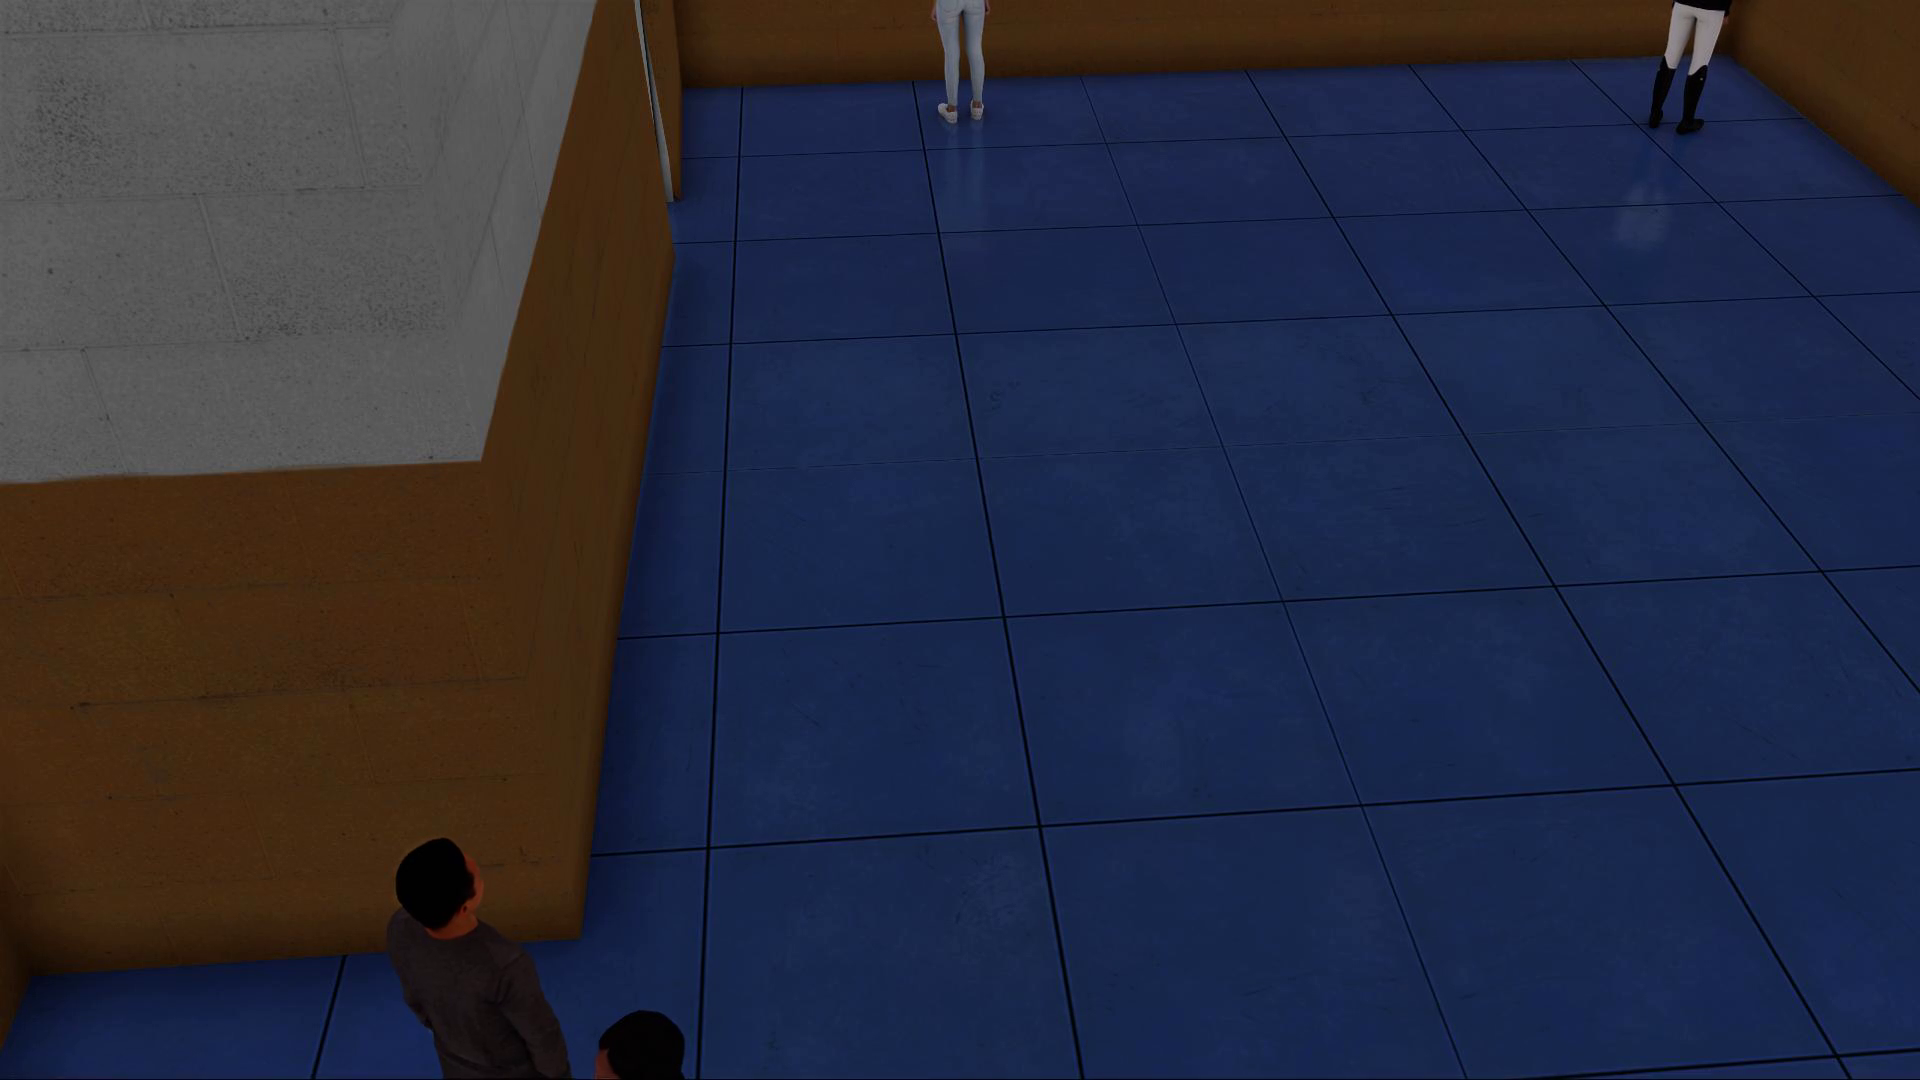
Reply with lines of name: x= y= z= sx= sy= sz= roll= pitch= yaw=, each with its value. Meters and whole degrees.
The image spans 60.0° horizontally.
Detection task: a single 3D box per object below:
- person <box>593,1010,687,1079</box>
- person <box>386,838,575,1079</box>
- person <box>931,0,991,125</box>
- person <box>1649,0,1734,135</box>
person: x=-0.776 y=1.834 z=4.381 sx=0.665 sy=1.743 sz=0.716 roll=29 pitch=46 yaw=33
person: x=-1.355 y=1.505 z=4.799 sx=0.647 sy=1.768 sz=0.780 roll=-12 pitch=38 yaw=-15
person: x=0.003 y=-3.888 z=12.000 sx=0.517 sy=1.749 sz=0.686 roll=-9 pitch=38 yaw=-11
person: x=5.260 y=-3.766 z=11.840 sx=0.665 sy=1.728 sz=0.723 roll=28 pitch=45 yaw=32
